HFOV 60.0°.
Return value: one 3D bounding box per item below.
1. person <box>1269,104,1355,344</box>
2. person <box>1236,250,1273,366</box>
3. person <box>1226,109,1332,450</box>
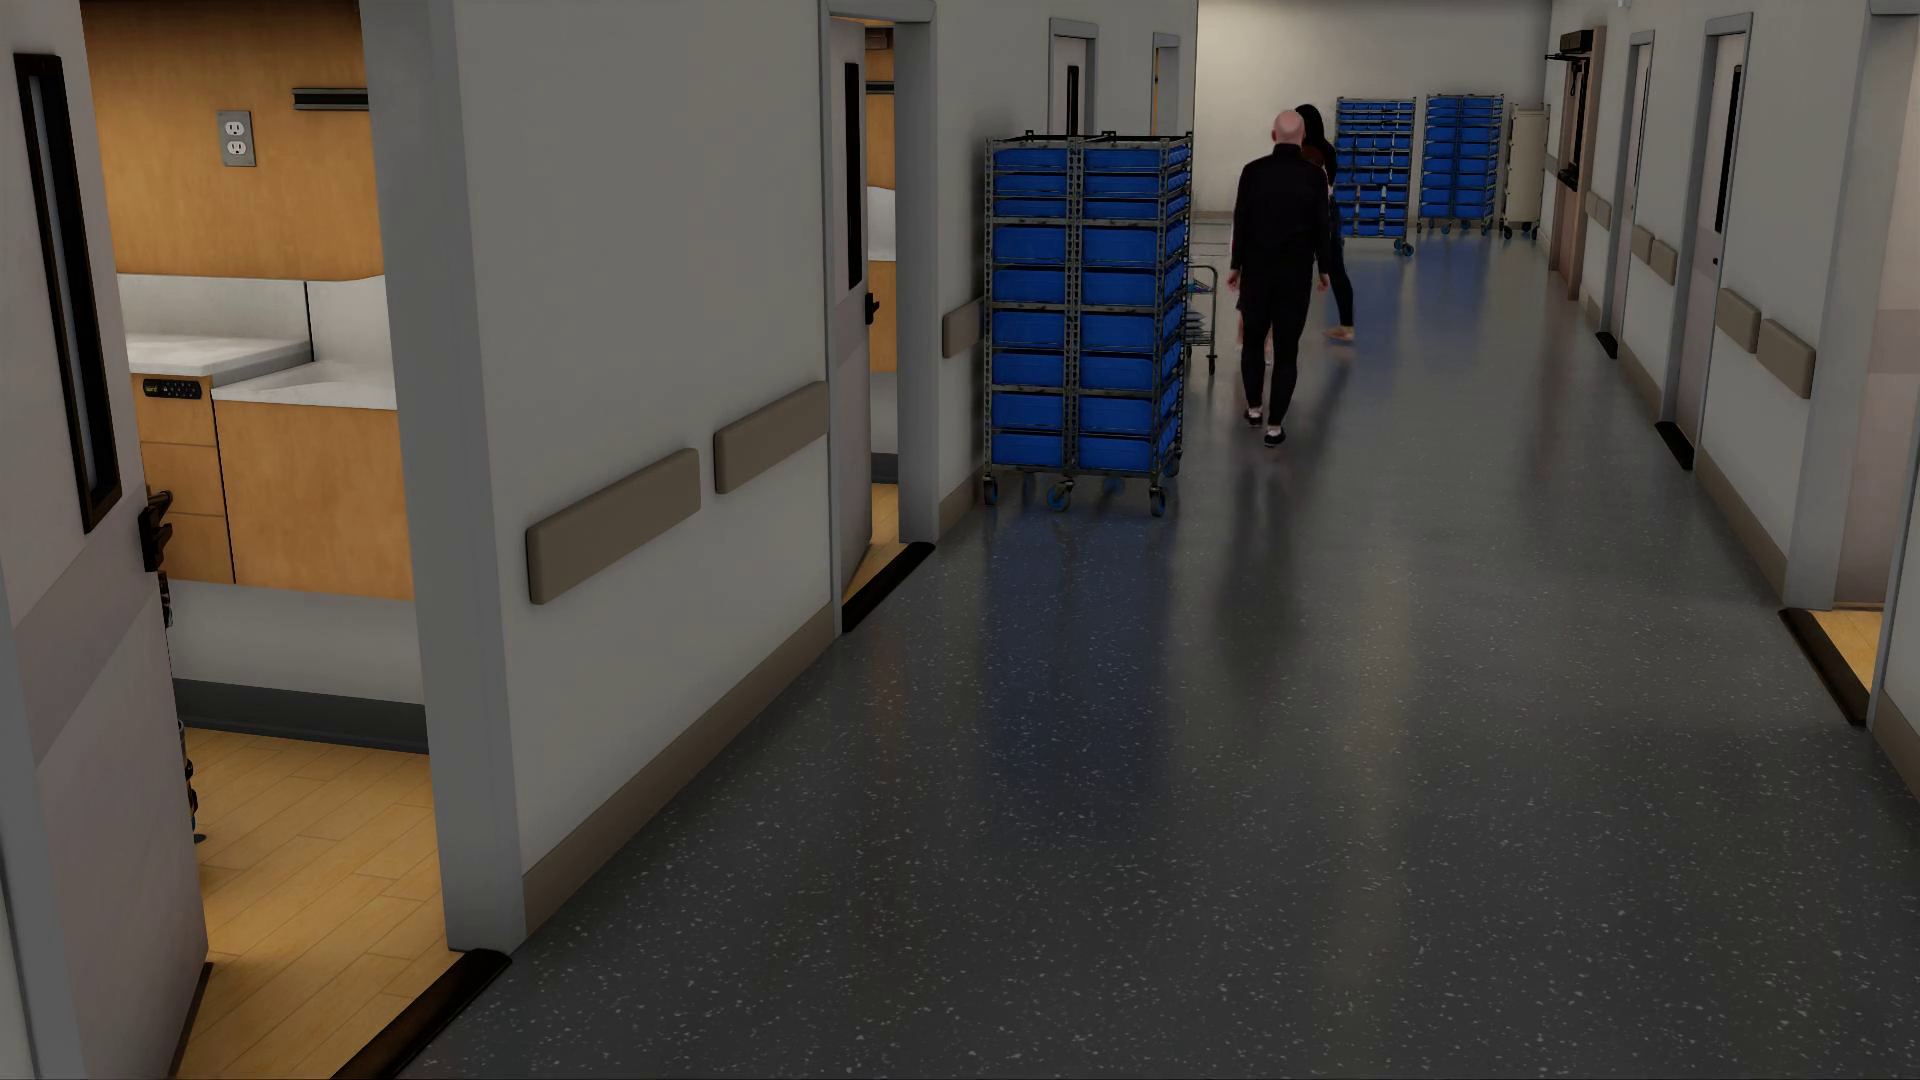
[{"bbox_3d":[2.750,-2.354,12.553,1.011,1.769,0.949,-14,21,-41],"label":"person"},{"bbox_3d":[2.117,-1.891,11.845,0.617,1.257,0.872,1,16,3],"label":"person"},{"bbox_3d":[1.725,-1.399,9.090,0.712,1.811,0.910,5,16,16],"label":"person"}]
